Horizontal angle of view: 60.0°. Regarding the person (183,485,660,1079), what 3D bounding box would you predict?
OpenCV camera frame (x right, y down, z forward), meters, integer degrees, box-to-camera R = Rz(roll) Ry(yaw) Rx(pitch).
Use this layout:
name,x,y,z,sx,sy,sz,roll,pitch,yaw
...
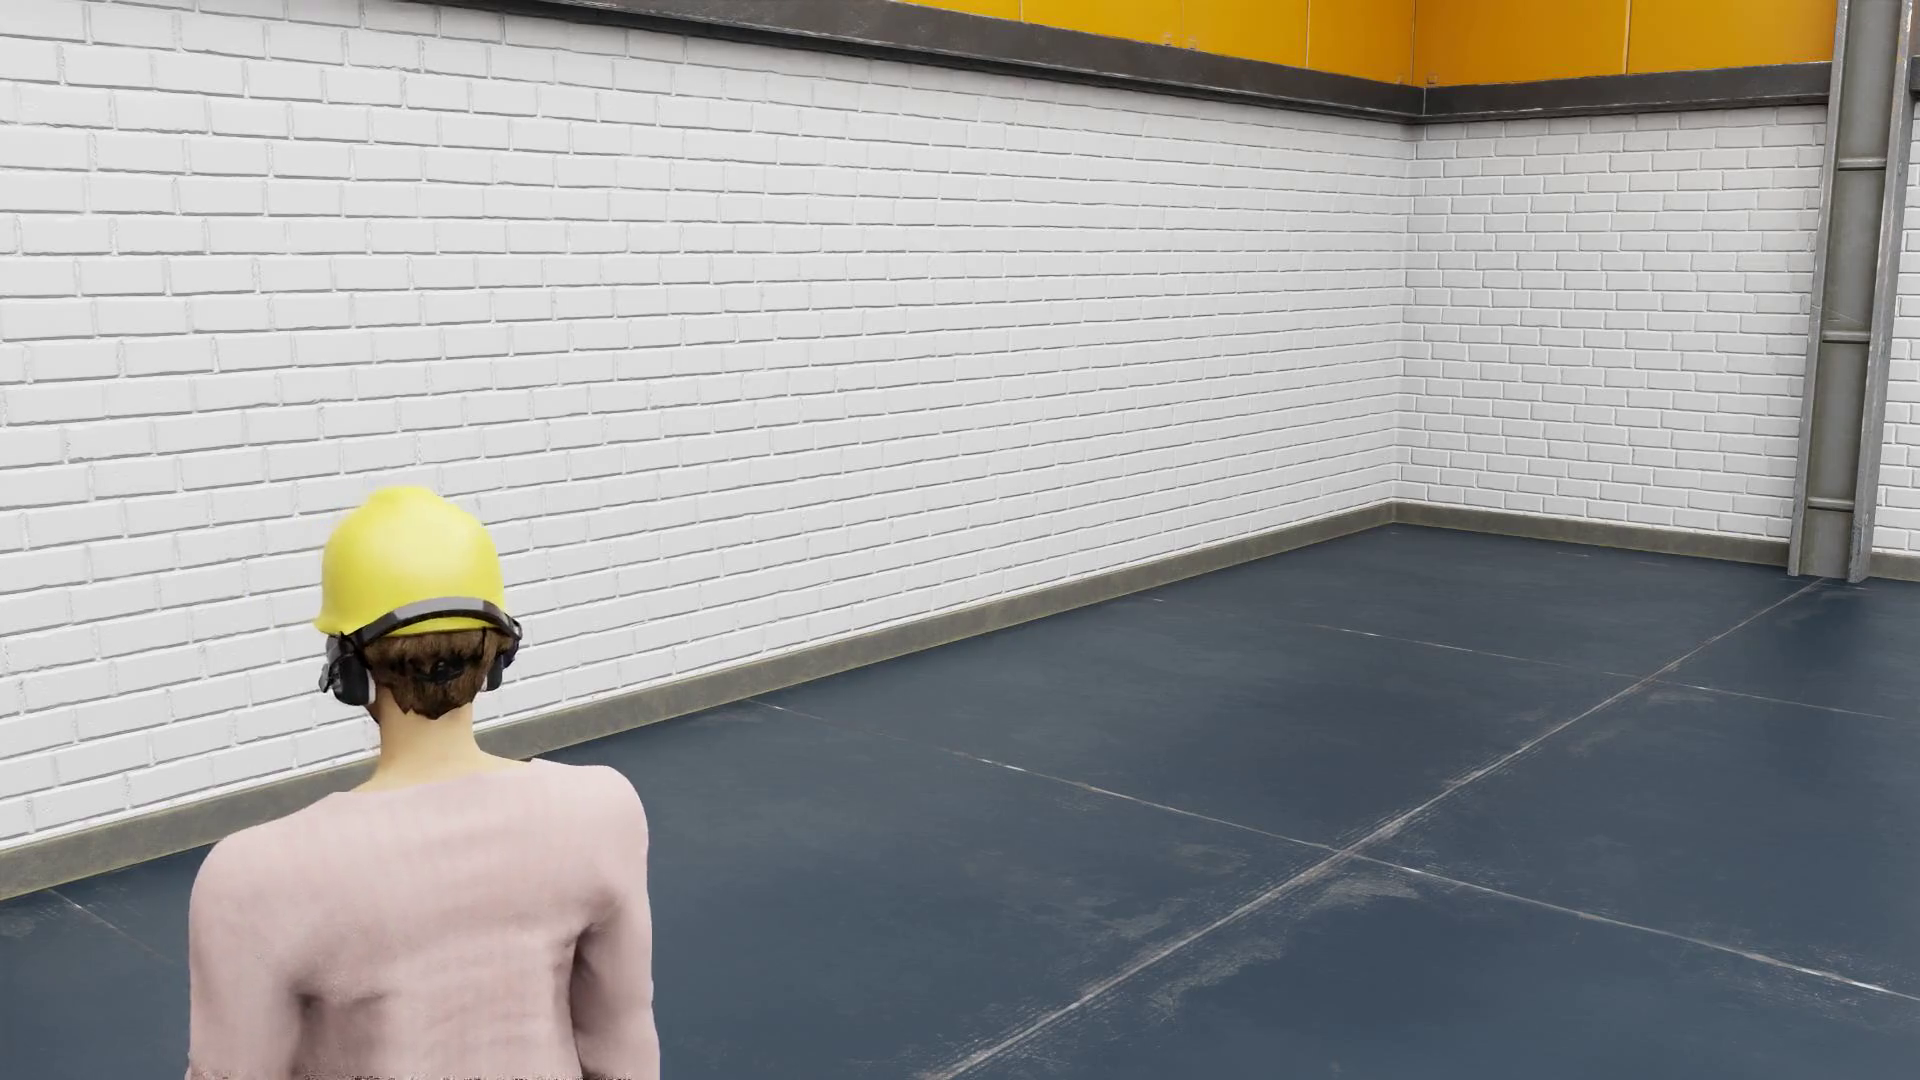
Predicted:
name,x,y,z,sx,sy,sz,roll,pitch,yaw
person,-0.605,0.817,1.943,0.540,1.761,0.353,-8,13,-38
